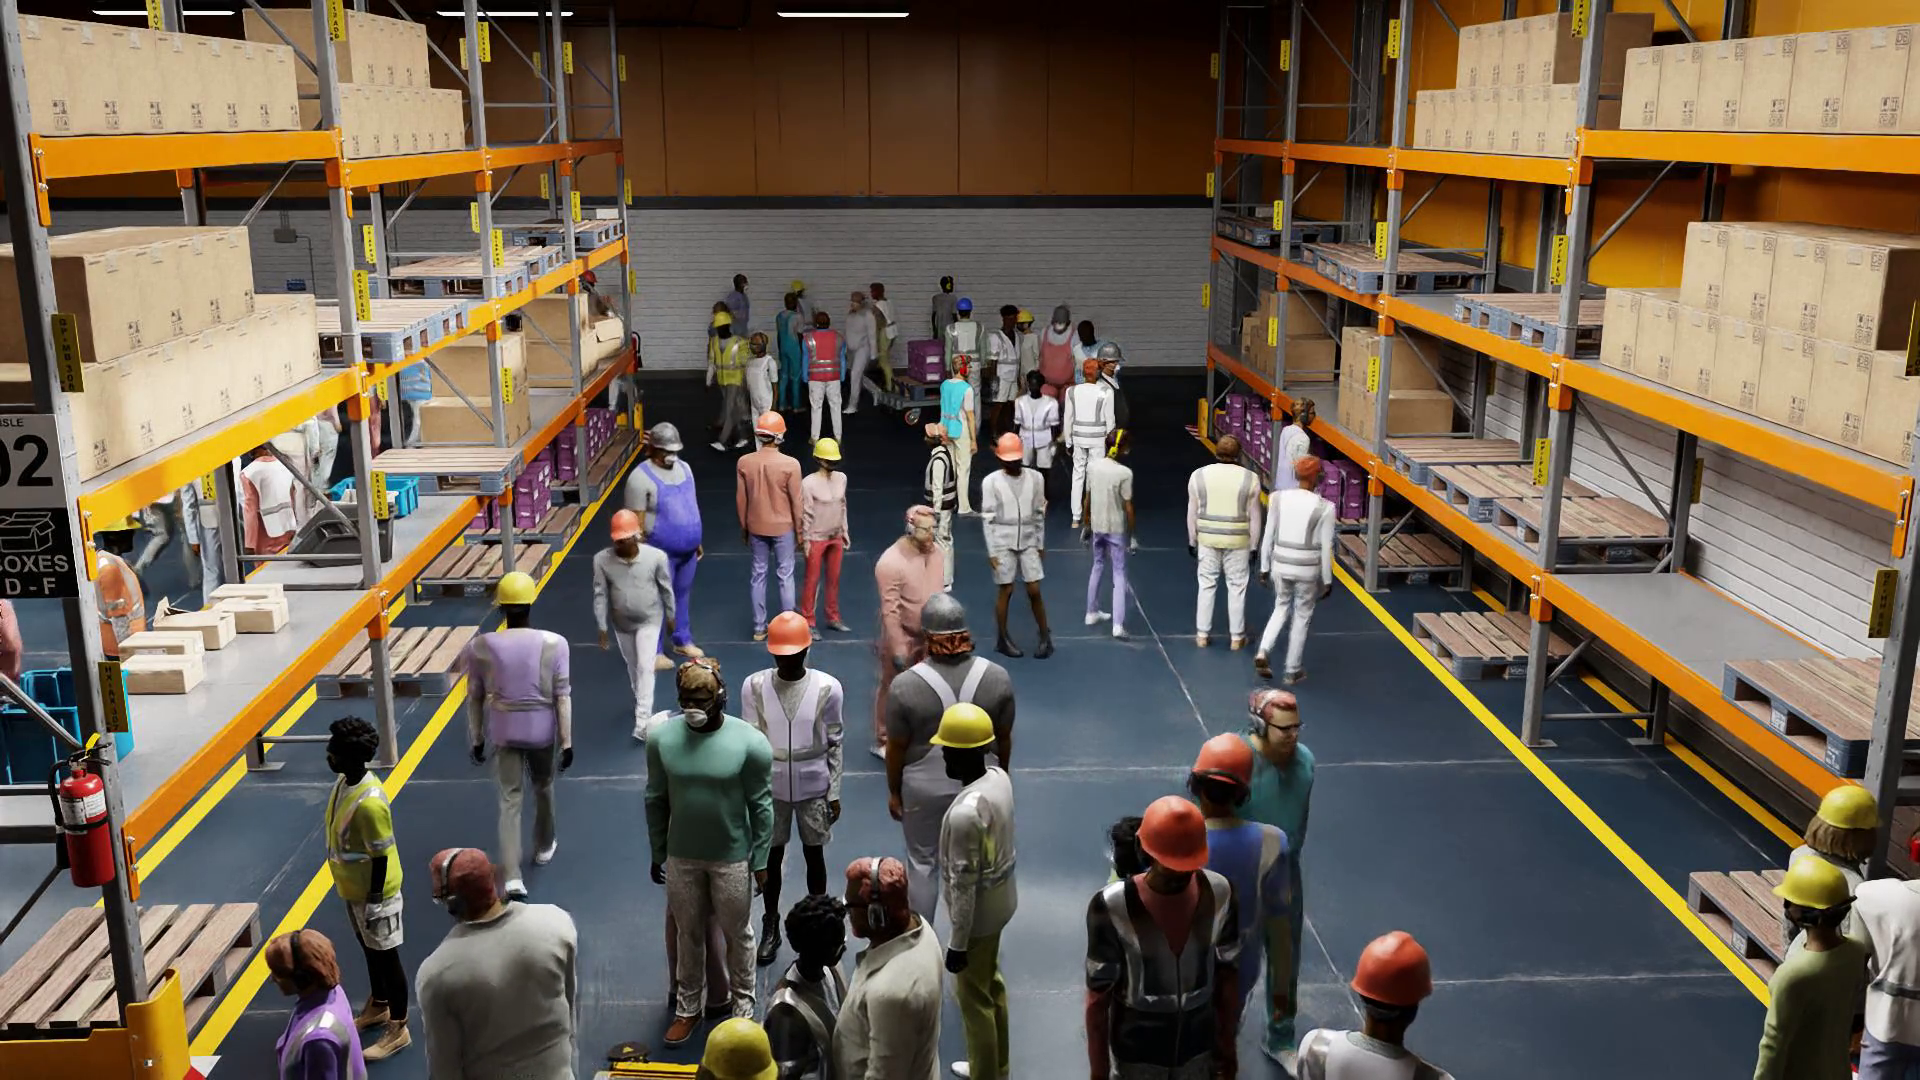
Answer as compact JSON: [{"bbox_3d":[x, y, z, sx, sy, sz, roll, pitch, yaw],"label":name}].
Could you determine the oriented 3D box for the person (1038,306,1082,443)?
[{"bbox_3d":[1.370,-2.272,22.638,0.690,2.000,1.090,4,15,15],"label":"person"}]

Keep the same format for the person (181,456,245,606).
[{"bbox_3d":[-6.418,-0.096,14.372,0.411,1.906,0.602,8,16,29],"label":"person"}]

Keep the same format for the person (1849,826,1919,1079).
[{"bbox_3d":[3.735,1.942,6.499,0.561,1.838,0.391,8,16,29],"label":"person"}]

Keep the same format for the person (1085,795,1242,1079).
[{"bbox_3d":[0.772,1.905,6.269,0.611,2.032,0.411,-4,15,-14],"label":"person"}]

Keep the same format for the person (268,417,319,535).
[{"bbox_3d":[-7.213,-0.964,17.815,0.640,1.891,0.390,1,14,5],"label":"person"}]

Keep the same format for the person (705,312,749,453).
[{"bbox_3d":[-3.149,-2.114,22.344,0.604,1.870,0.986,9,17,31],"label":"person"}]

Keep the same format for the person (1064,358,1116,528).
[{"bbox_3d":[1.419,-1.049,18.147,0.584,1.882,0.339,7,16,25],"label":"person"}]

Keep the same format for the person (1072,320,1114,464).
[{"bbox_3d":[1.778,-1.961,21.807,0.628,1.855,0.974,9,17,32],"label":"person"}]

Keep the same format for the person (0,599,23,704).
[{"bbox_3d":[-7.236,0.442,12.294,0.580,1.879,0.601,7,16,25],"label":"person"}]

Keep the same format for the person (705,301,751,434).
[{"bbox_3d":[-3.350,-2.472,23.759,0.633,1.864,1.076,11,18,36],"label":"person"}]

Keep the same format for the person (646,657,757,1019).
[{"bbox_3d":[-1.318,1.483,8.284,0.567,1.844,0.375,10,17,34],"label":"person"}]

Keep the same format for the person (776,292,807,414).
[{"bbox_3d":[-2.564,-2.841,25.294,0.502,1.837,0.341,9,17,32],"label":"person"}]

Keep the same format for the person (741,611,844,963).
[{"bbox_3d":[-0.884,1.306,8.797,0.544,1.939,0.354,-1,14,-2],"label":"person"}]

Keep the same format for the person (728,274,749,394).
[{"bbox_3d":[-3.594,-3.378,27.184,0.378,1.940,0.629,2,14,8],"label":"person"}]

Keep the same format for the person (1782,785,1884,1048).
[{"bbox_3d":[3.649,1.859,7.015,0.296,1.744,0.486,-2,14,-9],"label":"person"}]

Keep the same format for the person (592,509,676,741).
[{"bbox_3d":[-2.370,0.586,12.098,0.563,1.689,0.931,0,14,1],"label":"person"}]

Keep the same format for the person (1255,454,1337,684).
[{"bbox_3d":[2.620,0.260,13.043,0.608,1.868,0.530,11,18,37],"label":"person"}]

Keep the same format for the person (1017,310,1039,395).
[{"bbox_3d":[0.934,-2.379,23.605,0.331,1.768,0.526,-12,19,-39],"label":"person"}]

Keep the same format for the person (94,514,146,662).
[{"bbox_3d":[-5.639,0.689,11.243,0.366,1.927,0.585,-9,17,-30],"label":"person"}]

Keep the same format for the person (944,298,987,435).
[{"bbox_3d":[0.076,-2.434,23.472,0.602,1.941,0.402,-2,14,-8],"label":"person"}]

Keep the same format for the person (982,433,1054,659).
[{"bbox_3d":[0.497,0.046,13.802,0.631,1.911,0.440,-3,15,-13],"label":"person"}]

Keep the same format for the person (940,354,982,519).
[{"bbox_3d":[-0.015,-1.159,18.655,0.380,1.845,0.570,-10,18,-35],"label":"person"}]

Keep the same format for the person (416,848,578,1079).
[{"bbox_3d":[-1.666,2.024,6.184,0.645,1.862,0.983,-10,17,-34],"label":"person"}]

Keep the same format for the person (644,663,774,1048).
[{"bbox_3d":[-1.203,1.515,7.977,0.632,1.939,0.368,2,14,8],"label":"person"}]

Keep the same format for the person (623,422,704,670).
[{"bbox_3d":[-2.372,0.019,13.643,0.539,2.000,0.686,10,18,35],"label":"person"}]

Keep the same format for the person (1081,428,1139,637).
[{"bbox_3d":[1.299,-0.084,14.473,0.634,1.837,0.569,12,18,39],"label":"person"}]

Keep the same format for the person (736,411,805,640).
[{"bbox_3d":[-1.605,-0.110,14.239,0.613,1.995,0.390,5,15,19],"label":"person"}]

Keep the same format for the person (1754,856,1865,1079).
[{"bbox_3d":[3.170,2.032,6.304,0.525,1.760,0.340,-9,17,-32],"label":"person"}]

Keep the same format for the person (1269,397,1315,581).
[{"bbox_3d":[3.201,-0.453,15.915,0.352,1.837,0.502,-3,15,-13],"label":"person"}]

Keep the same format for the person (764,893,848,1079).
[{"bbox_3d":[-0.554,2.099,6.179,0.320,1.694,0.533,4,15,16],"label":"person"}]

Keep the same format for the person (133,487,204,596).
[{"bbox_3d":[-7.464,-0.371,15.614,0.575,1.821,0.766,7,16,26],"label":"person"}]
